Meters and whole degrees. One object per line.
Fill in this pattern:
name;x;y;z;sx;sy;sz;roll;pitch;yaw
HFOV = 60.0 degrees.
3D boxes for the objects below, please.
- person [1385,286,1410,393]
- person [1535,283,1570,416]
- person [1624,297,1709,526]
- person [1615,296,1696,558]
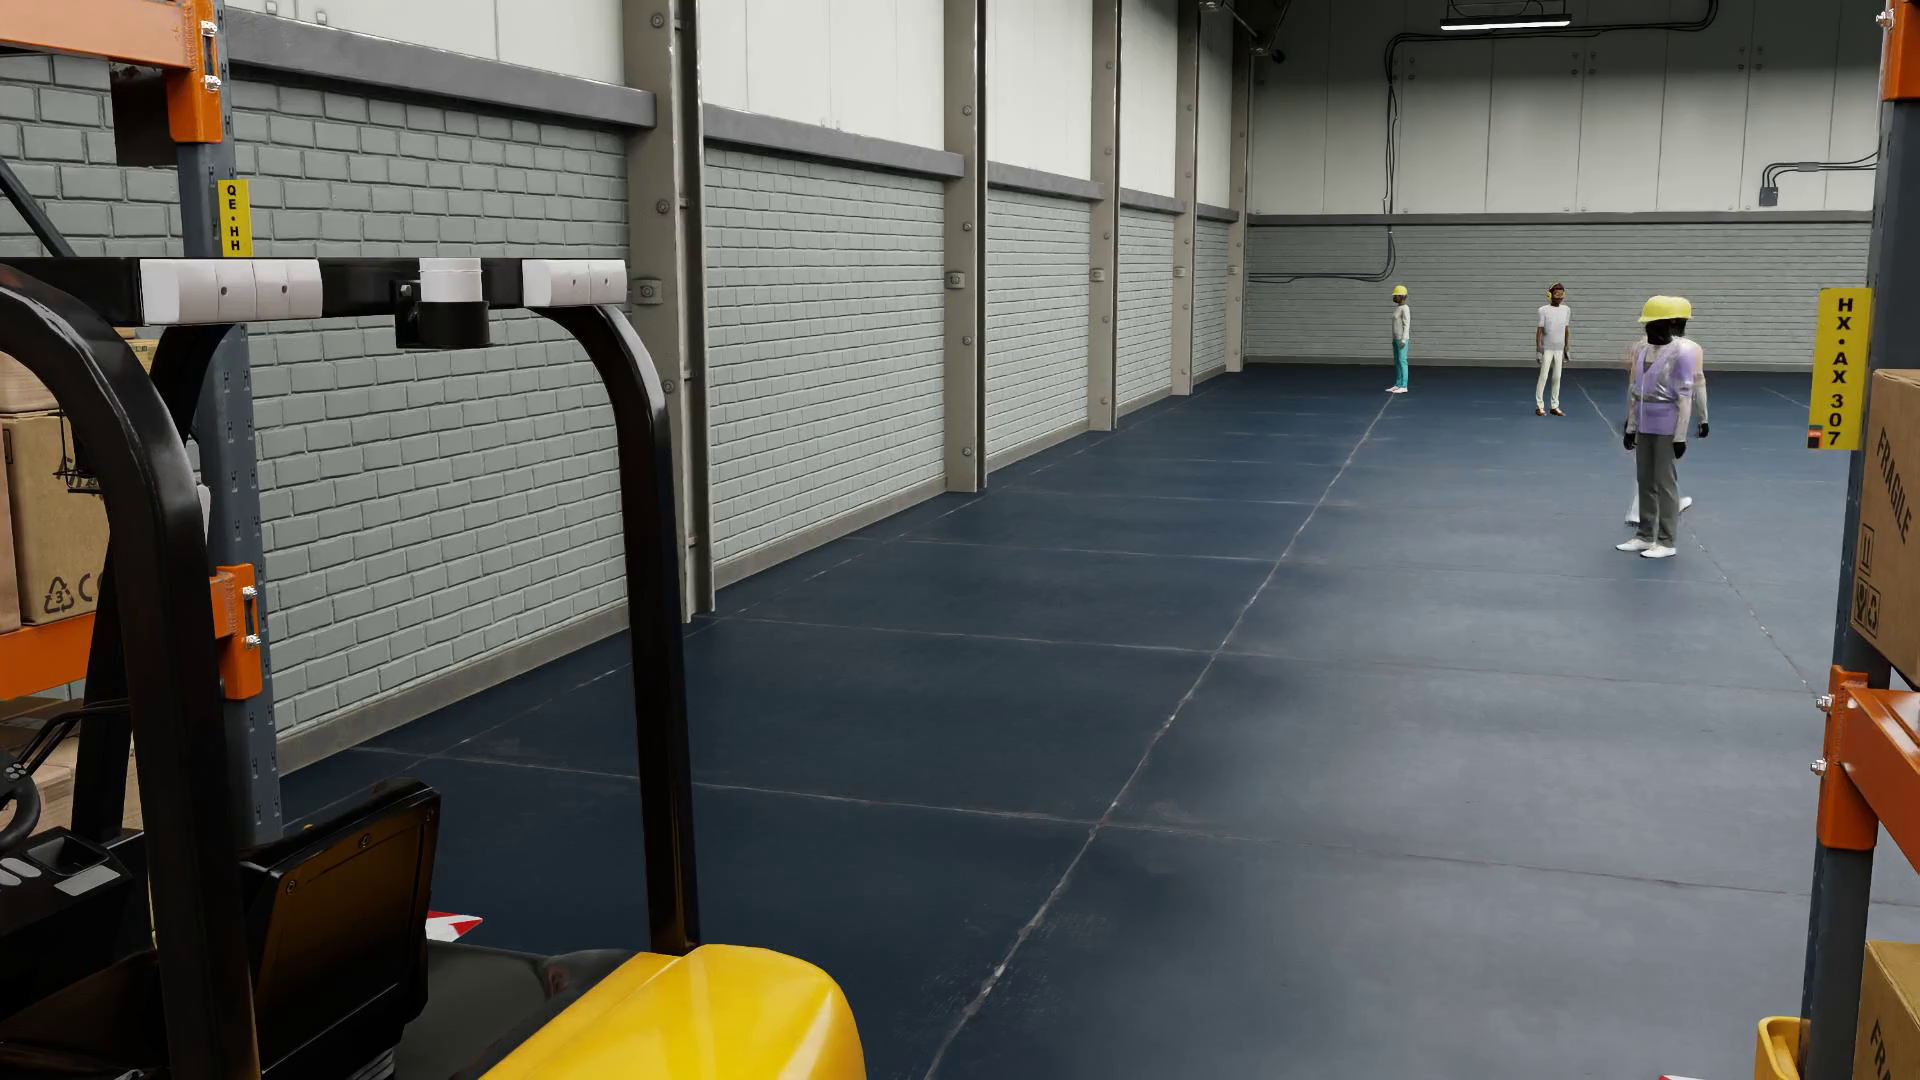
person;7.241;-3.306;27.446;0.314;1.767;0.534;0;10;-3
person;8.324;-2.663;23.343;0.517;1.863;0.315;-2;10;-14
person;5.878;-1.064;13.786;1.020;1.867;0.611;-6;11;-33
person;5.123;-0.830;12.242;0.384;1.920;0.593;-2;10;-11
